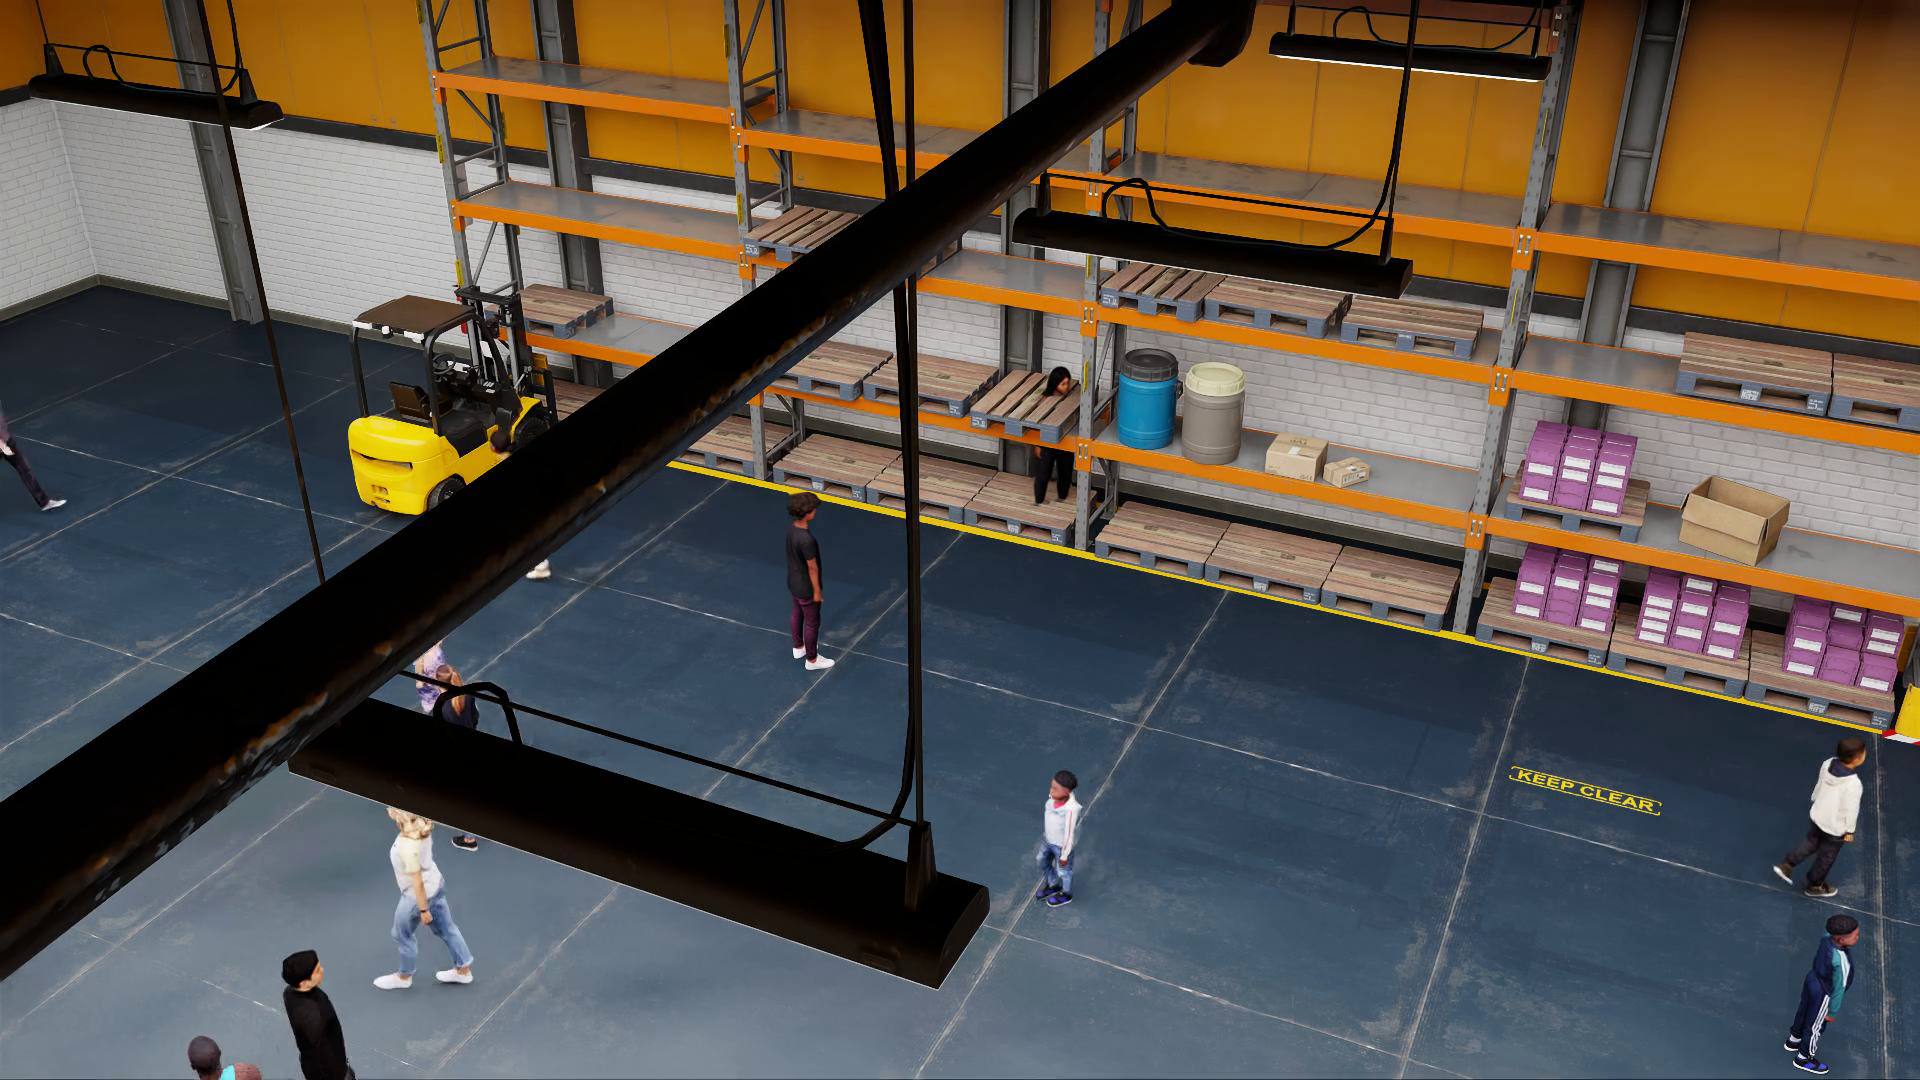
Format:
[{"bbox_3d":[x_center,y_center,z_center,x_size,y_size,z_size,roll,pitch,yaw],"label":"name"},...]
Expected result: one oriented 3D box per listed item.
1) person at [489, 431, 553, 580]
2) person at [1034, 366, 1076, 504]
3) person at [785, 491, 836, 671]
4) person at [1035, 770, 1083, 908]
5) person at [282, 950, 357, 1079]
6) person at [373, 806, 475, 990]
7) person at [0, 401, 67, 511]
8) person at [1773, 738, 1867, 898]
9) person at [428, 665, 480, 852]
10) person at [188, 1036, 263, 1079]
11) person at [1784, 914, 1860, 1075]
[{"bbox_3d":[-4.529,-0.321,16.953,1.151,1.620,0.745,6,29,12],"label":"person"},{"bbox_3d":[1.039,-1.059,18.103,0.776,1.813,0.825,-12,31,-21],"label":"person"},{"bbox_3d":[-1.451,0.365,15.528,0.782,1.780,0.687,-16,33,-27],"label":"person"},{"bbox_3d":[0.817,2.246,12.630,0.664,1.253,0.594,-14,32,-24],"label":"person"},{"bbox_3d":[-3.997,3.251,10.311,0.916,1.709,0.869,-16,32,-27],"label":"person"},{"bbox_3d":[-3.693,2.485,11.723,1.042,1.701,0.890,-1,29,-2],"label":"person"},{"bbox_3d":[-10.587,-1.040,18.078,1.297,1.804,1.094,-3,29,-5],"label":"person"},{"bbox_3d":[6.565,2.126,12.651,0.848,1.443,0.770,-3,29,-5],"label":"person"},{"bbox_3d":[-3.956,1.712,13.158,0.606,1.683,0.666,18,33,30],"label":"person"},{"bbox_3d":[-4.116,3.616,9.586,1.057,1.762,1.262,-17,33,-28],"label":"person"},{"bbox_3d":[5.823,3.020,11.208,0.542,1.256,0.552,4,29,7],"label":"person"}]
